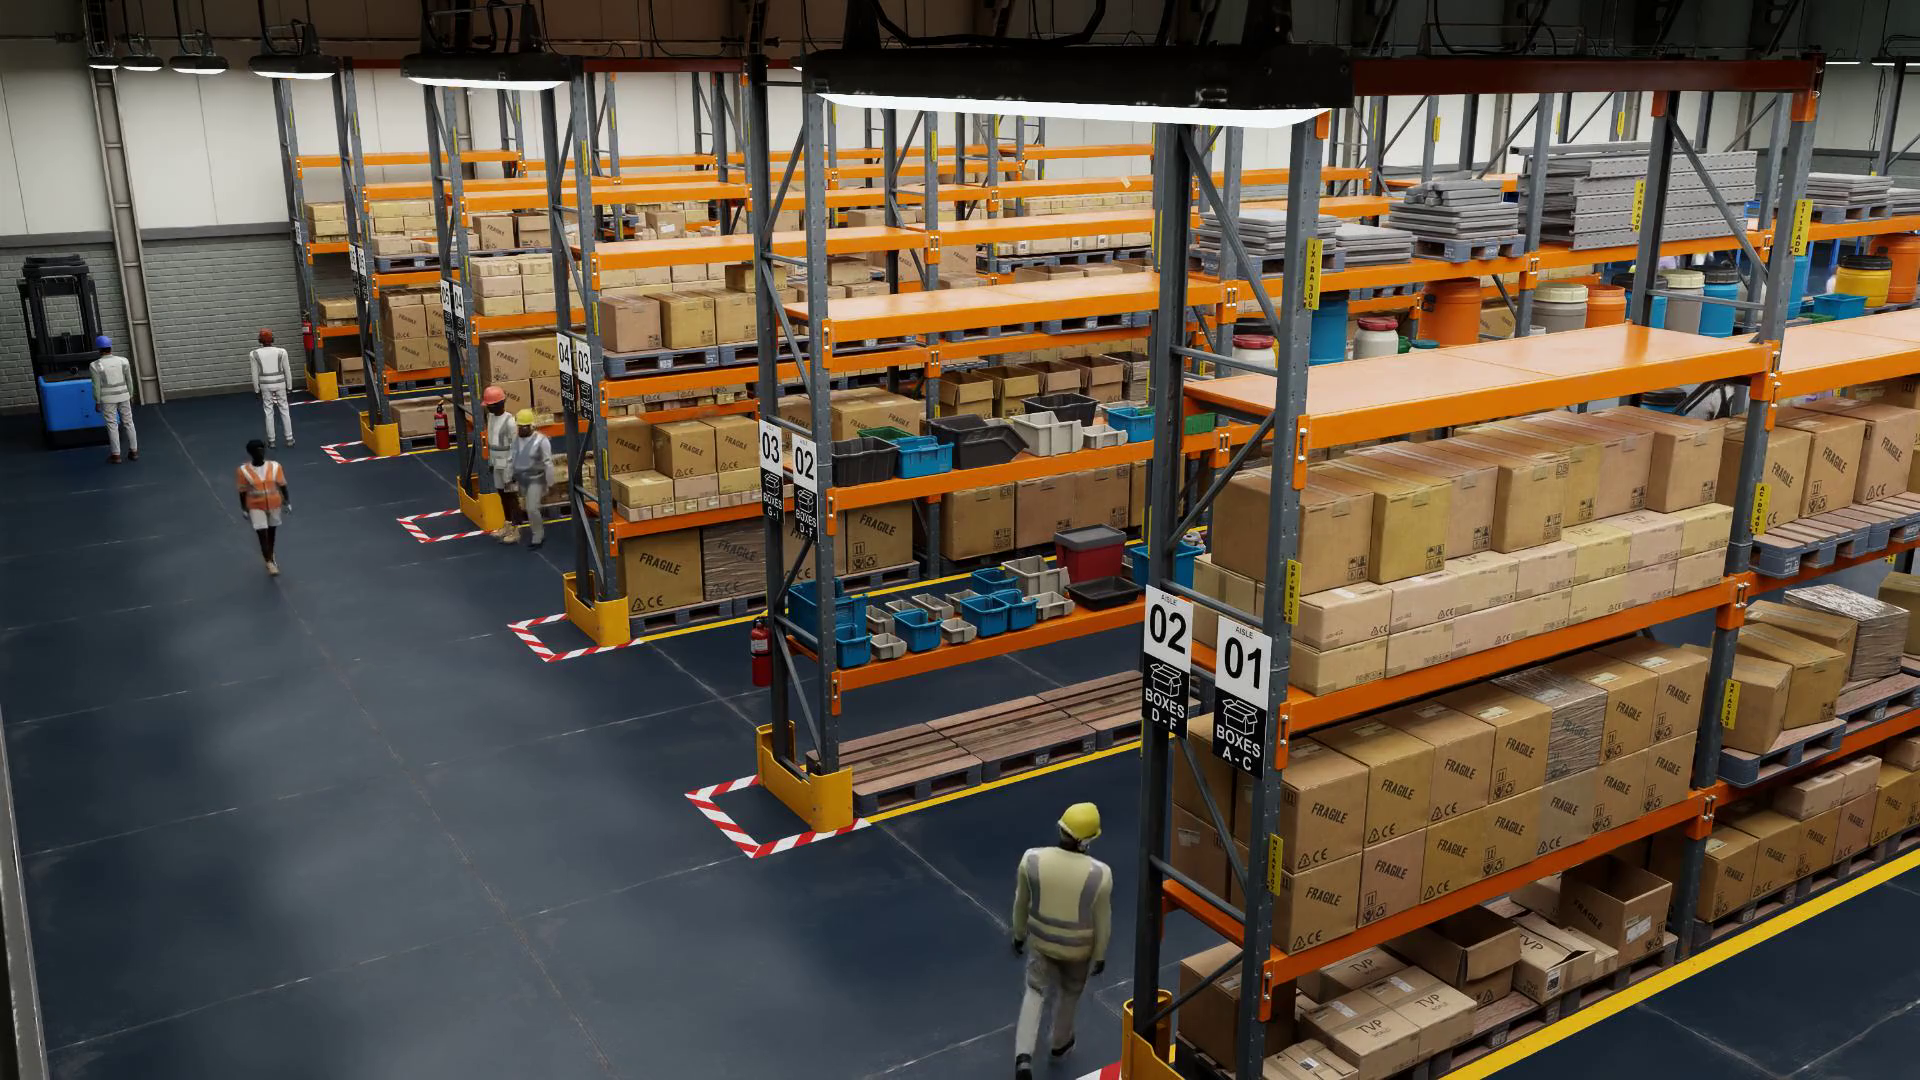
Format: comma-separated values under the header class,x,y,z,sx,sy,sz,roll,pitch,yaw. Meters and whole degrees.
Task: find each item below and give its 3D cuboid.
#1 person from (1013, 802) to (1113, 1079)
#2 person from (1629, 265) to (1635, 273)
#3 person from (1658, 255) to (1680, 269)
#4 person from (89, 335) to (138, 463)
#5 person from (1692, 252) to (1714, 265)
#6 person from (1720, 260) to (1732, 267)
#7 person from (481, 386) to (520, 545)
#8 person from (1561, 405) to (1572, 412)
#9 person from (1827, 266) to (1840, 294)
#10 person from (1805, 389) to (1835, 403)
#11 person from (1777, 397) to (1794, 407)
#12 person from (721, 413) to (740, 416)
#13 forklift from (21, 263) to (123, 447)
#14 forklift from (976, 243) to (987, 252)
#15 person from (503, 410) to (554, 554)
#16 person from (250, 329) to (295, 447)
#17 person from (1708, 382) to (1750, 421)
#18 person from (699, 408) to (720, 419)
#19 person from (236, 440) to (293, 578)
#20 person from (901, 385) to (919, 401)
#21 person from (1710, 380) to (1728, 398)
class,x,y,z,sx,sy,sz,roll,pitch,yaw
person,0.596,2.425,9.444,0.613,1.792,0.686,6,18,18
person,14.374,-4.997,33.809,0.533,1.766,0.328,-13,21,-36
person,18.332,-7.208,40.899,0.396,1.866,0.734,-14,22,-39
person,-12.988,-2.171,24.229,0.380,1.950,0.605,12,21,35
person,19.888,-7.624,42.191,0.562,1.888,0.964,-6,18,-19
person,16.394,-5.092,33.974,0.518,1.852,0.553,6,18,19
person,-5.874,-0.950,20.118,0.621,2.040,0.521,15,23,40
person,9.974,-2.745,26.391,0.920,1.792,0.608,5,18,16
person,18.334,-4.825,33.016,0.415,1.898,0.663,2,17,7
person,12.457,-1.798,22.840,0.608,2.048,0.364,-9,19,-27
person,12.163,-1.985,23.592,0.612,1.962,0.608,-10,19,-29
person,-3.605,-2.318,24.842,1.004,1.867,0.612,-9,19,-26
forklift,-14.518,-3.079,25.708,1.129,2.768,1.873,-10,20,-31
forklift,0.988,-5.474,34.718,1.214,2.155,2.313,-10,20,-31
person,-5.449,-0.736,19.750,0.607,1.809,0.622,10,20,30
person,-10.960,-2.428,25.182,0.584,1.884,0.348,-7,18,-23
person,10.554,-1.423,21.694,0.832,2.000,0.690,-8,19,-24
person,-3.336,-0.941,20.778,0.521,1.598,0.444,13,21,36
person,-8.285,-0.385,18.853,0.548,1.645,0.864,-14,22,-37
person,-0.582,-1.185,21.210,0.759,1.817,0.658,-8,19,-25
person,14.010,-3.478,28.586,0.880,1.901,0.580,-8,19,-24
